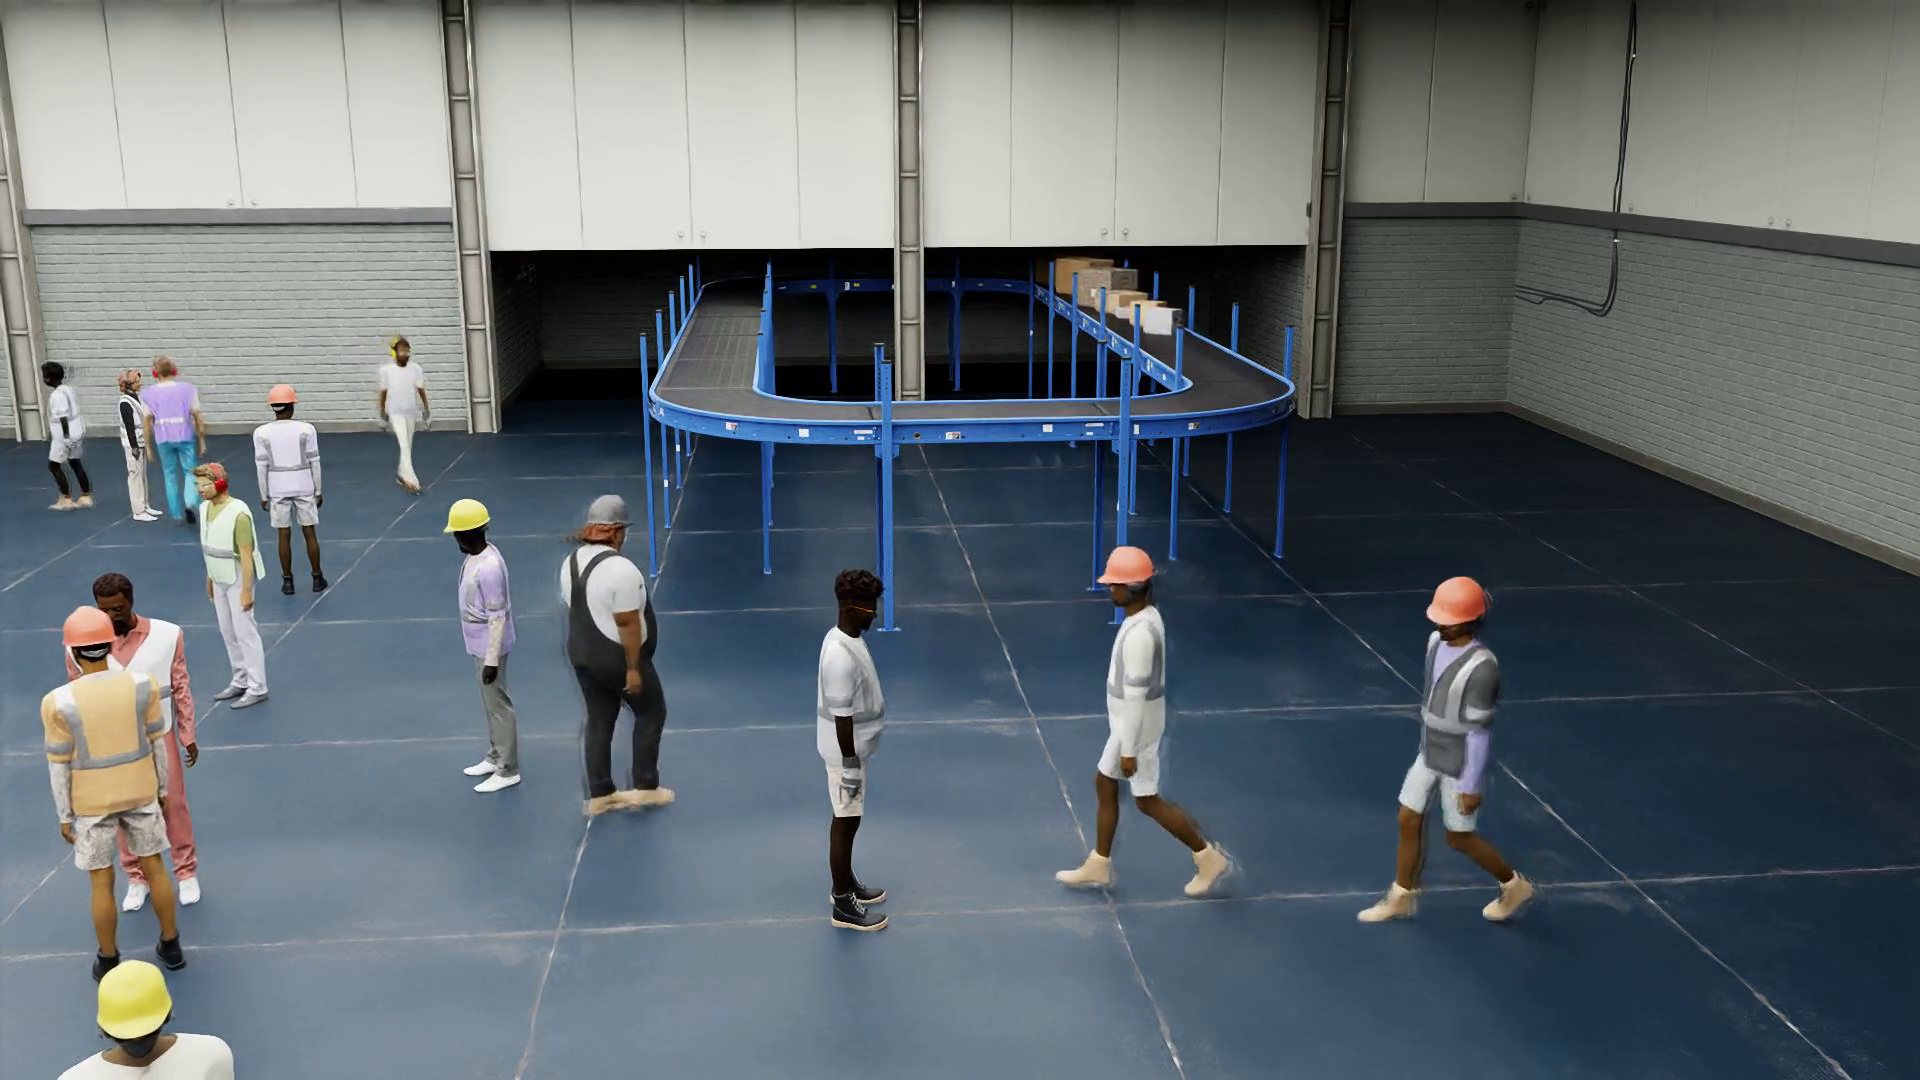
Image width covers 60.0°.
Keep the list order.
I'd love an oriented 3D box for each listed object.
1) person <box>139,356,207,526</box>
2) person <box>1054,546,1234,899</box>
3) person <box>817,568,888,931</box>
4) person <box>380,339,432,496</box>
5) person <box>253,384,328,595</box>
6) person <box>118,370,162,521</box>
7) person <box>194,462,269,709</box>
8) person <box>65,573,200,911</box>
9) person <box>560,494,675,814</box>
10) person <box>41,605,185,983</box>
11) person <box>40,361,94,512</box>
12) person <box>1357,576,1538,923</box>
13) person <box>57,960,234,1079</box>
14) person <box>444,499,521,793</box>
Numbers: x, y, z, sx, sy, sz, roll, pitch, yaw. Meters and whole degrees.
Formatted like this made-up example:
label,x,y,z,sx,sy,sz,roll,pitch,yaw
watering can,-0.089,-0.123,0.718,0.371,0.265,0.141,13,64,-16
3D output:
label,x,y,z,sx,sy,sz,roll,pitch,yaw
person,-8.356,-1.038,17.719,0.611,1.830,0.512,-7,16,-27
person,1.052,1.020,9.161,0.961,2.008,0.652,2,14,7
person,-0.578,1.104,8.902,0.369,1.958,0.602,-1,14,-2
person,-6.486,-1.457,19.471,0.518,1.812,1.012,-12,18,-39
person,-6.117,-0.458,15.208,0.543,1.932,0.376,-5,15,-18
person,-8.944,-1.026,18.074,0.308,1.641,0.514,-4,15,-15
person,-5.372,0.318,12.304,0.571,1.836,0.394,11,18,37
person,-4.501,1.085,9.094,0.600,1.908,0.403,-5,15,-21
person,-2.131,0.691,10.389,0.704,2.000,0.654,12,18,40
person,-4.237,1.270,8.320,0.546,1.926,0.409,-11,18,-38
person,-9.958,-1.137,18.412,0.518,1.673,0.554,-4,15,-16
person,2.641,1.127,8.771,0.864,2.011,0.691,-3,14,-12
person,-2.507,2.124,5.220,0.533,1.765,0.330,-9,16,-31
person,-3.065,0.673,10.709,0.382,1.920,0.585,-6,15,-23
